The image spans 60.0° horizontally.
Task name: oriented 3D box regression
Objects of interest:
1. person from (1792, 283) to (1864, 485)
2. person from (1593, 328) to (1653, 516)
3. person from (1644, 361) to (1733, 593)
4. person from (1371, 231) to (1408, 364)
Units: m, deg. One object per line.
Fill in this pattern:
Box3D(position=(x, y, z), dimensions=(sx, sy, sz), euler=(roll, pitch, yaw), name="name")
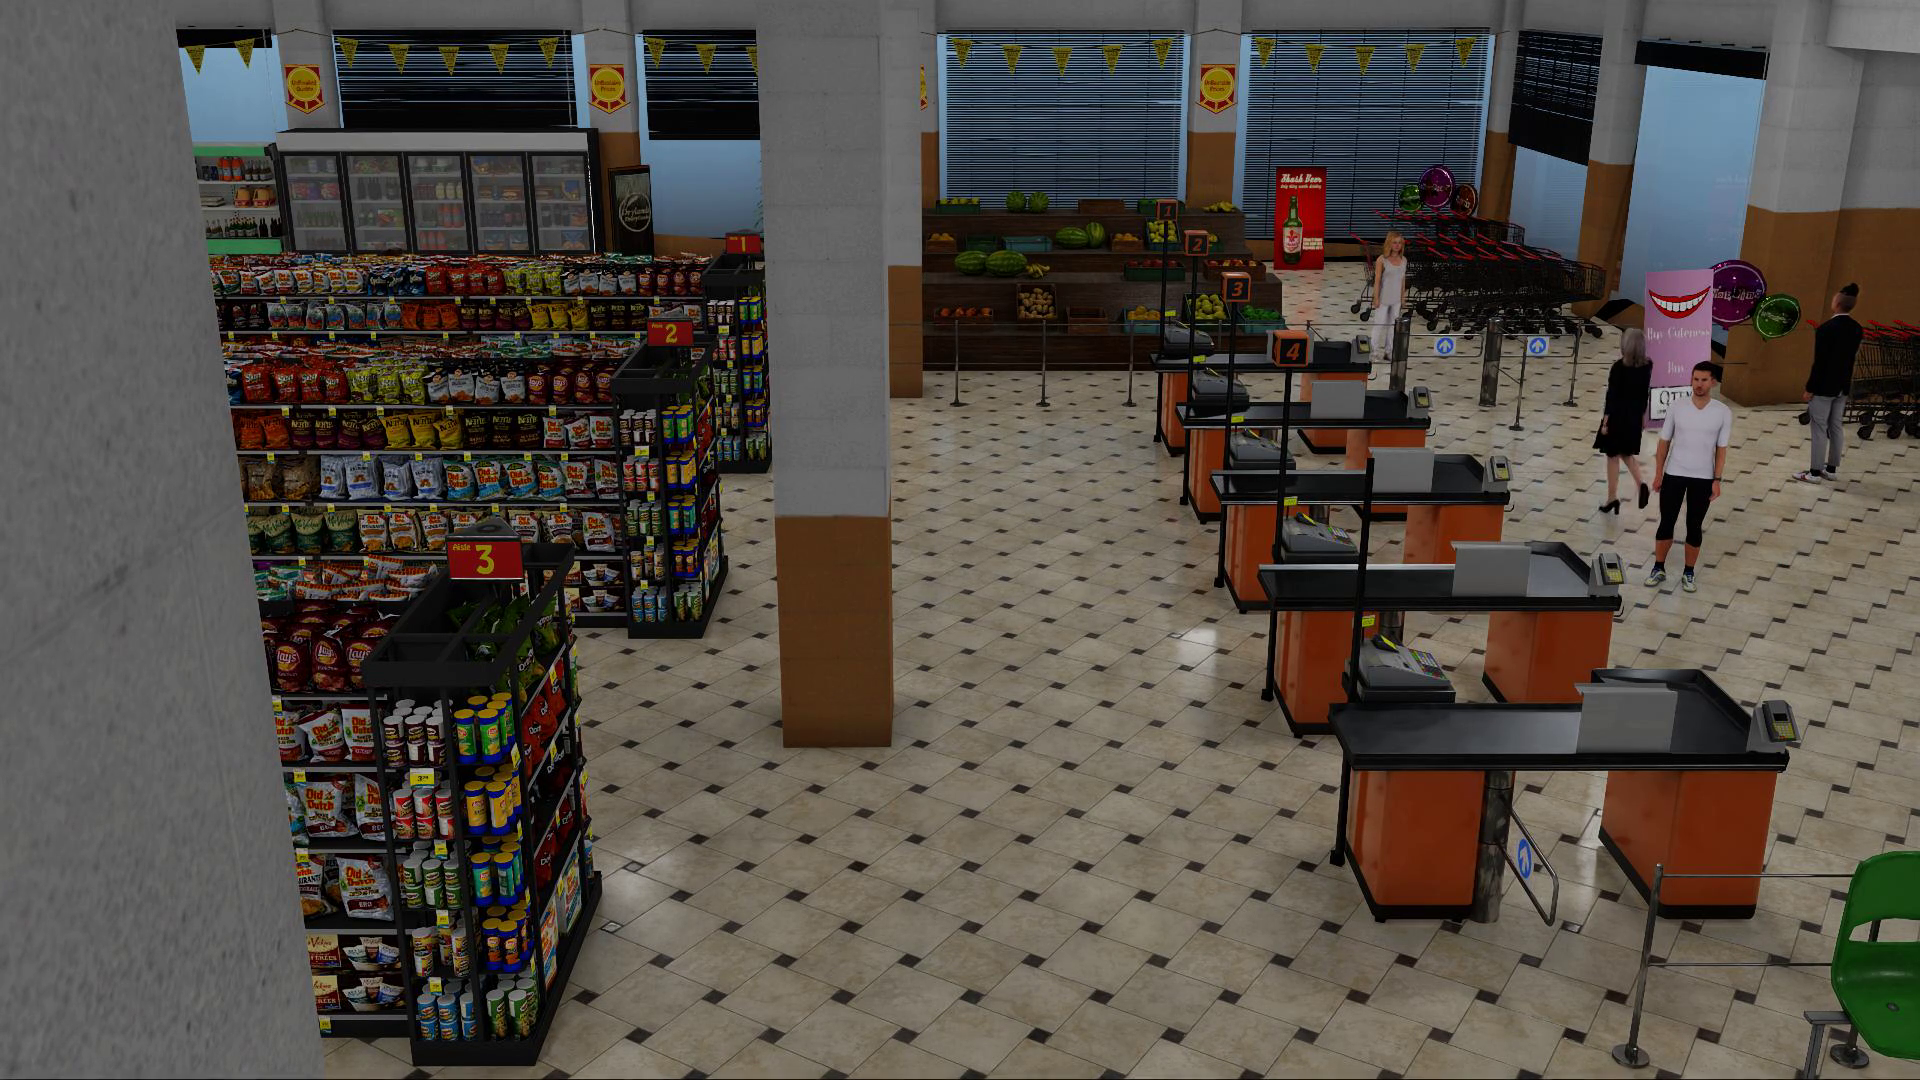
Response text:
Box3D(position=(8.438, -1.521, 16.104), dimensions=(0.685, 1.950, 0.851), euler=(-8, 20, -22), name="person")
Box3D(position=(6.040, -1.032, 14.987), dimensions=(0.860, 1.737, 0.826), euler=(-7, 20, -21), name="person")
Box3D(position=(5.831, -0.524, 13.301), dimensions=(0.673, 1.852, 0.808), euler=(9, 21, 25), name="person")
Box3D(position=(5.478, -3.108, 21.249), dimensions=(0.566, 1.670, 0.712), euler=(-5, 19, -14), name="person")
